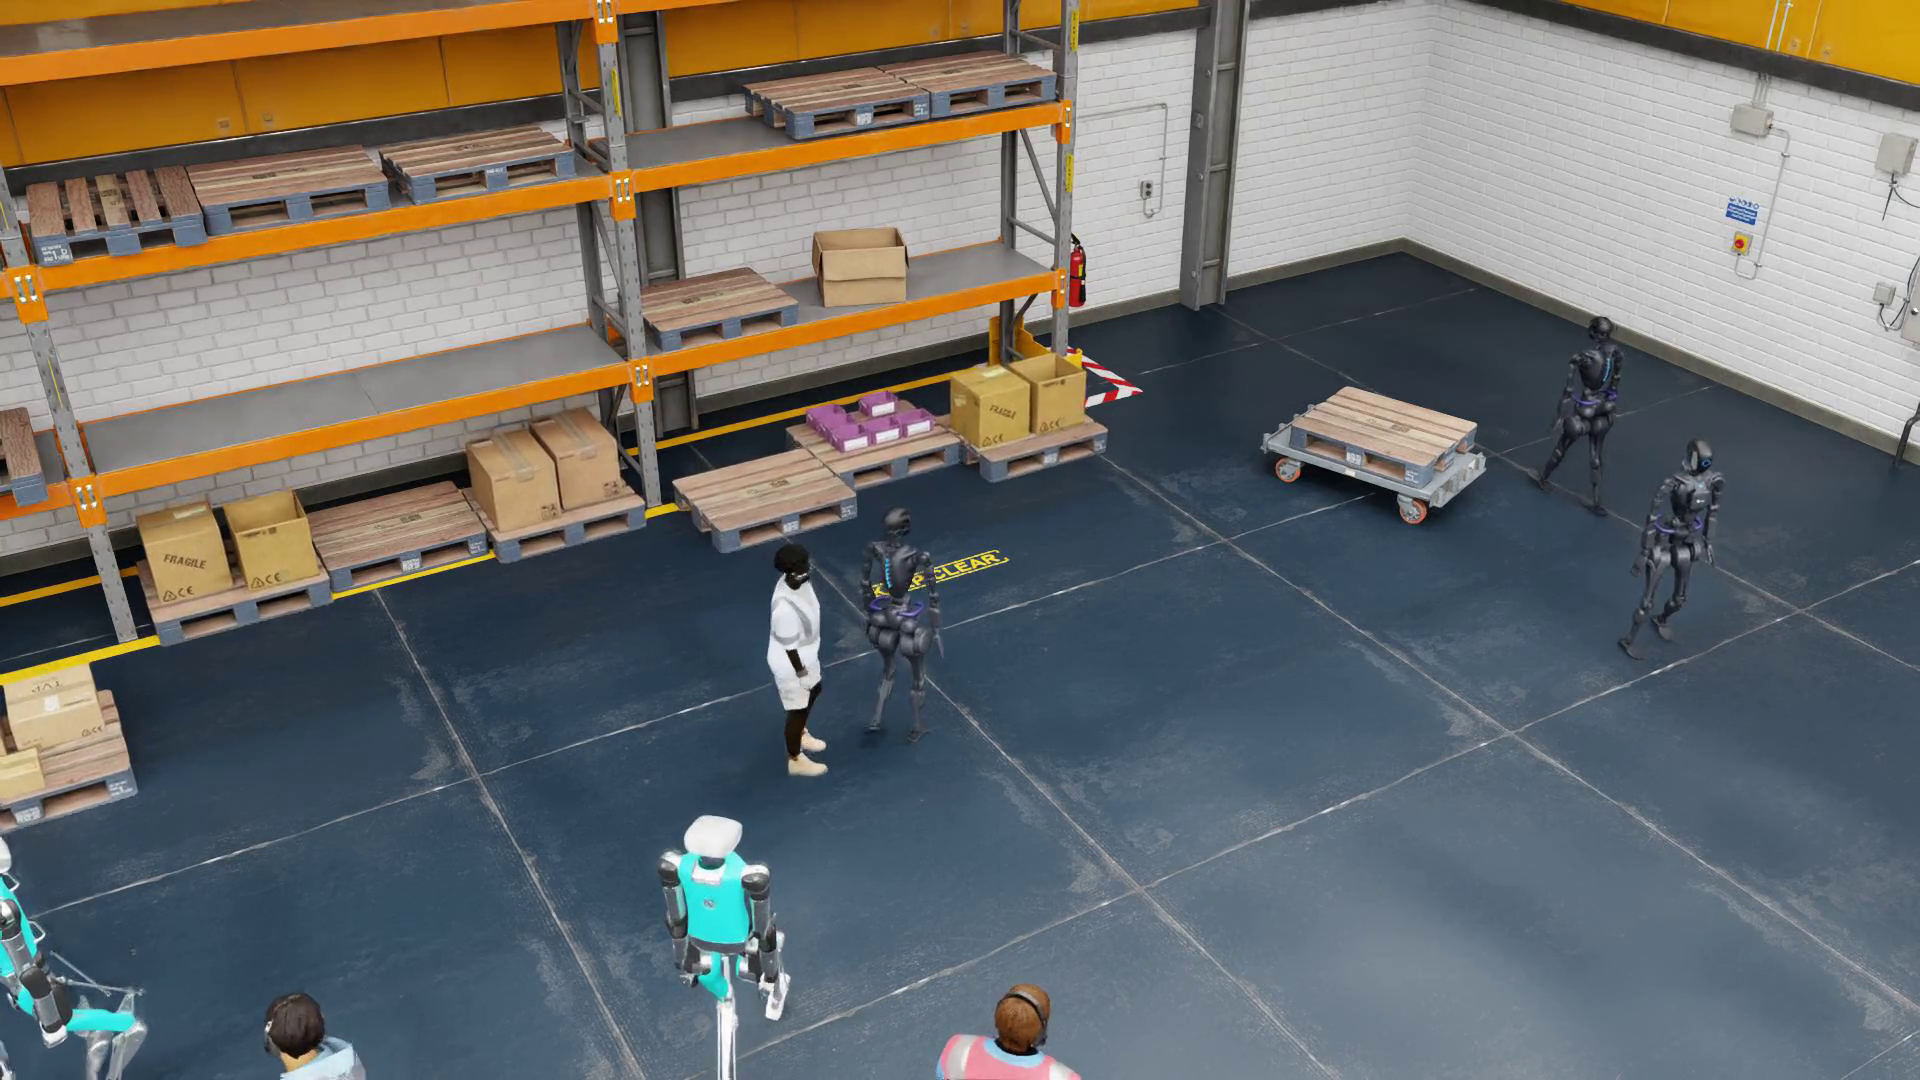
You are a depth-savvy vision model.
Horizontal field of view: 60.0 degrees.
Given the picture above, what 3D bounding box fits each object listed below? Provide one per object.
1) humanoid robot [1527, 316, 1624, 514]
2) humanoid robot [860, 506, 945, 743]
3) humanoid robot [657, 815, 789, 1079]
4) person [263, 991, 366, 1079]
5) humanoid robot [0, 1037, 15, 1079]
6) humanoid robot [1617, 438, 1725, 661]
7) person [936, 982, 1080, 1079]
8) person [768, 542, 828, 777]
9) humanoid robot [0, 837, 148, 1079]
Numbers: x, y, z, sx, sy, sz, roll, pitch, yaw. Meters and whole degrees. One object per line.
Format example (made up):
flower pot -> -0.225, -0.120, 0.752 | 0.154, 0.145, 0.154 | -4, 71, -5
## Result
humanoid robot -> 5.055, -1.050, 13.442 | 0.595, 1.624, 0.775 | -11, 31, -19
humanoid robot -> -0.383, 0.546, 10.576 | 0.587, 1.644, 0.400 | 13, 32, 21
humanoid robot -> -1.060, 1.899, 8.175 | 0.535, 1.778, 1.020 | 5, 30, 10
person -> -2.560, 2.626, 6.714 | 0.500, 1.857, 0.585 | 2, 30, 4
humanoid robot -> -4.524, 2.422, 7.215 | 1.005, 1.751, 0.543 | 3, 30, 5
humanoid robot -> 4.947, 0.021, 11.528 | 0.616, 1.641, 0.430 | -7, 30, -13
person -> 0.218, 2.564, 6.854 | 0.629, 1.834, 0.434 | 11, 31, 19
person -> -1.007, 0.729, 10.248 | 0.332, 1.684, 0.539 | 3, 30, 5
humanoid robot -> -4.177, 2.080, 7.837 | 0.536, 1.837, 0.687 | 24, 37, 35
